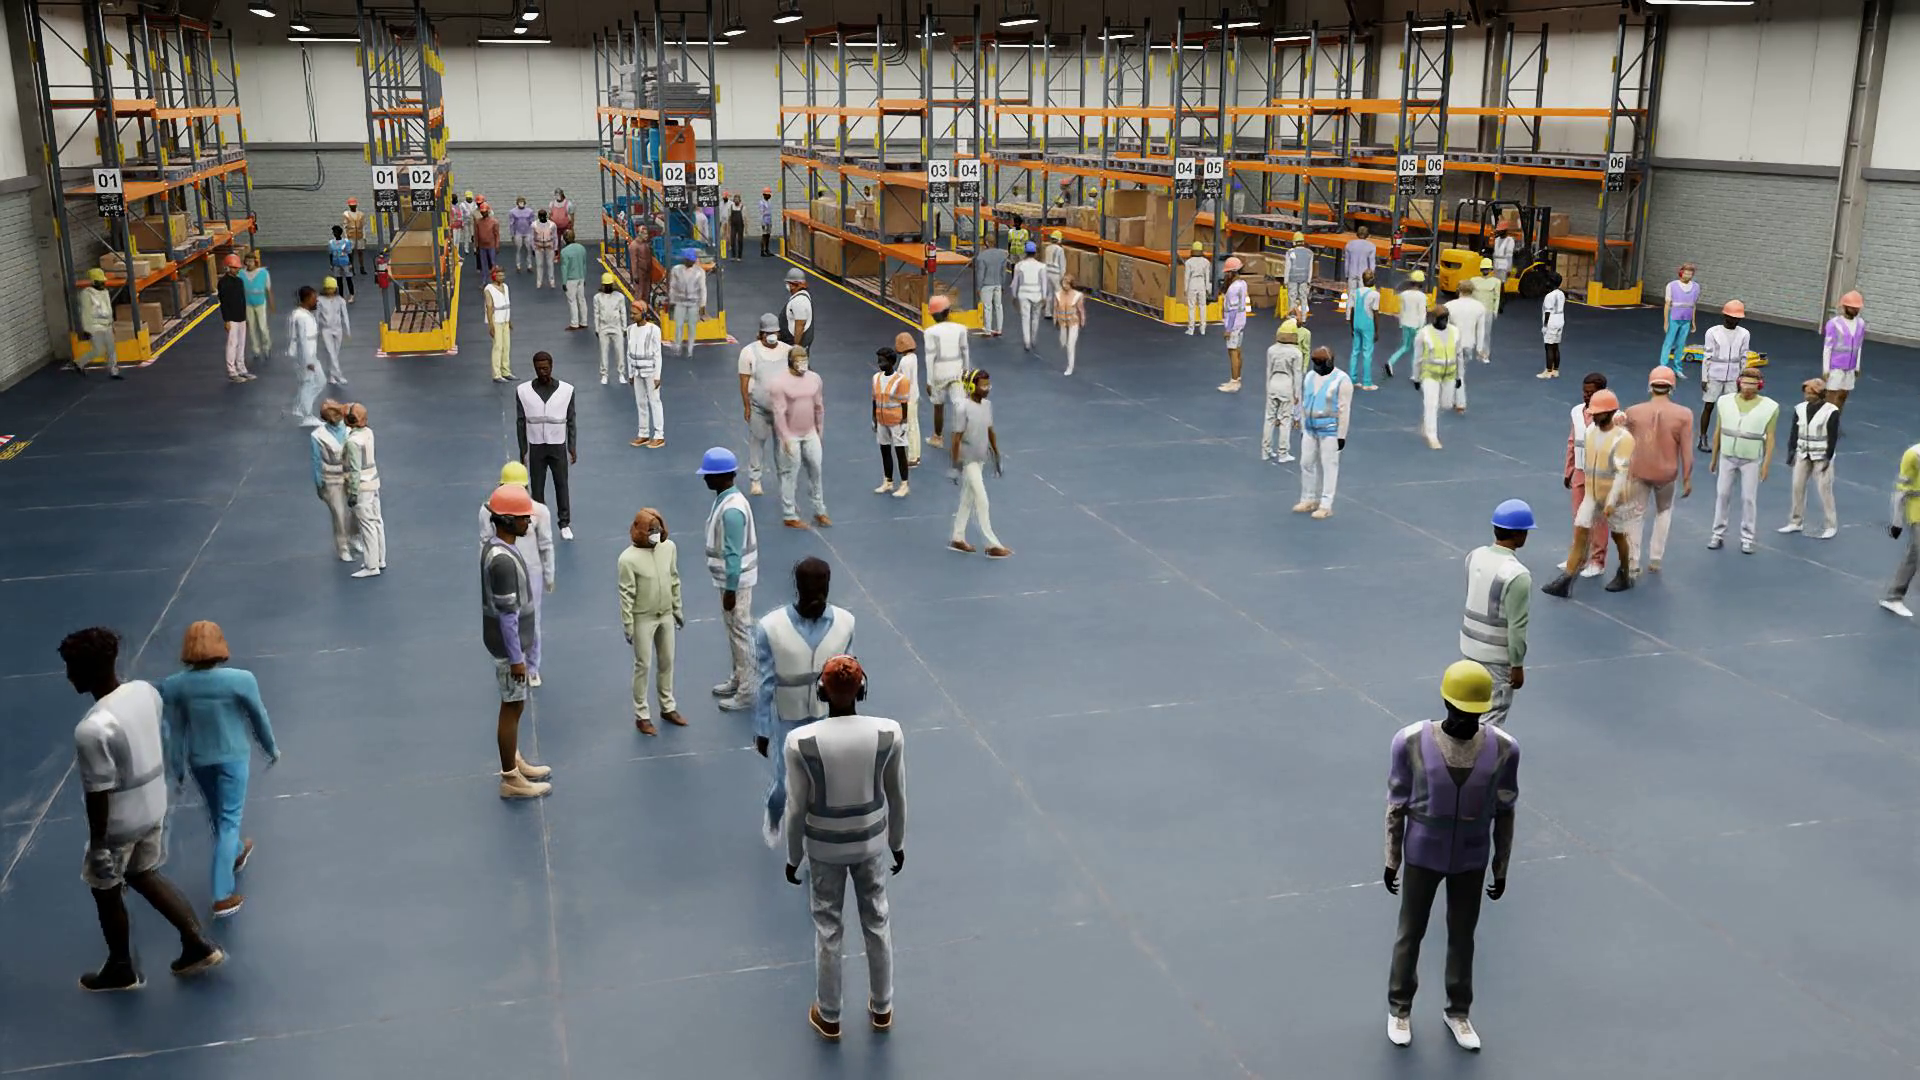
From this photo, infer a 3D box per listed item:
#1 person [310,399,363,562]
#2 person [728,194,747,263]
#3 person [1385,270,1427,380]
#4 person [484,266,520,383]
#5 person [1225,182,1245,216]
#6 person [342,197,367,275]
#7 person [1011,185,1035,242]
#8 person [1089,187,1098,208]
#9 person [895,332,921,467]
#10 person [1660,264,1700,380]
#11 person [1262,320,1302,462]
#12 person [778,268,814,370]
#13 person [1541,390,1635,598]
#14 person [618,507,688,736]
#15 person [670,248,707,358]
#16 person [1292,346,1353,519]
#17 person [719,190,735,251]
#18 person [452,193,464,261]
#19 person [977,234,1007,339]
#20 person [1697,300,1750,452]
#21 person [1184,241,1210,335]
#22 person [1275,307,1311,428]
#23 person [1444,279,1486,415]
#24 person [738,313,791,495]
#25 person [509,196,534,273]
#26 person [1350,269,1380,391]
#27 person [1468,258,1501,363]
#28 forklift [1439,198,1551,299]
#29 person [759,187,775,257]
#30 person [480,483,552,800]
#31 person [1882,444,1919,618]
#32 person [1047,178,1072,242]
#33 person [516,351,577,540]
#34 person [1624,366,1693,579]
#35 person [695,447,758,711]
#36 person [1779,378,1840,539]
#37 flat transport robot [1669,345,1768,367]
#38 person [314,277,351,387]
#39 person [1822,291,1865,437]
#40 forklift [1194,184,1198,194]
[{"bbox_3d":[-5.918,-0.568,15.891,0.547,1.608,0.496,-13,20,-41],"label":"person"},{"bbox_3d":[-6.047,-8.434,45.081,0.543,1.823,0.745,0,15,0],"label":"person"},{"bbox_3d":[7.079,-3.369,26.182,0.641,1.749,0.529,-8,17,-27],"label":"person"},{"bbox_3d":[-7.224,-3.375,26.046,0.404,1.831,0.574,4,15,15],"label":"person"},{"bbox_3d":[8.276,-9.894,50.450,0.766,1.895,0.468,12,19,39],"label":"person"},{"bbox_3d":[-15.266,-7.667,41.986,0.544,1.939,0.355,-10,18,-33],"label":"person"},{"bbox_3d":[1.870,-9.823,50.335,0.839,1.823,0.529,-8,17,-27],"label":"person"},{"bbox_3d":[4.032,-9.770,50.272,0.297,1.744,0.487,0,15,-1],"label":"person"},{"bbox_3d":[-0.635,-1.690,20.076,0.285,1.631,0.502,3,15,12],"label":"person"},{"bbox_3d":[11.382,-3.454,26.323,0.565,1.837,0.401,-3,15,-12],"label":"person"},{"bbox_3d":[3.977,-1.828,20.410,0.481,1.730,0.363,13,20,40],"label":"person"},{"bbox_3d":[-2.347,-2.847,23.650,0.537,2.000,0.682,0,15,0],"label":"person"},{"bbox_3d":[5.698,-0.403,14.783,1.045,1.867,0.559,-8,17,-29],"label":"person"},{"bbox_3d":[-2.151,0.558,11.636,0.288,1.623,0.507,12,19,38],"label":"person"},{"bbox_3d":[-4.640,-4.046,28.439,0.638,1.894,0.596,-1,15,-3],"label":"person"},{"bbox_3d":[3.858,-1.151,17.684,0.435,1.829,0.642,-11,19,-37],"label":"person"},{"bbox_3d":[-6.842,-9.368,48.741,0.572,1.748,0.342,8,17,28],"label":"person"},{"bbox_3d":[-13.845,-8.567,45.586,0.431,1.838,0.630,2,15,6],"label":"person"},{"bbox_3d":[0.575,-4.679,30.751,0.628,1.935,0.373,-9,17,-31],"label":"person"},{"bbox_3d":[9.588,-2.046,20.857,0.543,1.929,0.387,1,15,4],"label":"person"},{"bbox_3d":[4.455,-4.750,31.379,0.493,1.742,0.322,-3,15,-11],"label":"person"},{"bbox_3d":[4.473,-2.332,22.485,0.500,1.636,0.279,9,17,30],"label":"person"},{"bbox_3d":[7.077,-2.737,23.556,0.643,1.892,1.054,-1,15,-4],"label":"person"},{"bbox_3d":[-2.115,-1.533,18.706,0.672,2.000,0.536,-7,16,-24],"label":"person"},{"bbox_3d":[-11.151,-7.792,42.453,0.629,1.940,0.379,-6,16,-20],"label":"person"},{"bbox_3d":[6.166,-3.198,25.347,0.347,1.846,0.505,-12,19,-37],"label":"person"},{"bbox_3d":[8.788,-3.855,27.968,0.523,1.769,0.316,6,16,20],"label":"person"},{"bbox_3d":[11.913,-6.508,37.130,2.313,2.155,1.214,-4,15,-15],"label":"forklift"},{"bbox_3d":[-5.429,-8.936,46.785,0.389,1.929,0.545,5,16,19],"label":"person"},{"bbox_3d":[-2.815,0.639,10.552,0.404,2.035,0.606,-4,16,-16],"label":"person"},{"bbox_3d":[8.197,-0.184,13.933,0.613,1.875,0.971,-4,15,-14],"label":"person"},{"bbox_3d":[3.221,-10.031,50.795,1.032,1.994,0.614,-3,15,-10],"label":"person"},{"bbox_3d":[-4.147,-0.949,16.743,0.592,1.920,0.392,-3,15,-12],"label":"person"},{"bbox_3d":[6.450,-0.629,15.455,0.673,1.960,0.660,8,17,28],"label":"person"},{"bbox_3d":[-1.684,0.271,12.126,0.421,1.938,0.603,-4,15,-14],"label":"person"},{"bbox_3d":[8.681,-0.834,16.860,0.435,1.629,0.614,-6,16,-22],"label":"person"},{"bbox_3d":[12.773,-3.115,28.050,0.652,0.197,1.431,-12,19,-38],"label":"flat transport robot"},{"bbox_3d":[-9.683,-3.214,25.699,0.497,1.679,0.944,-13,20,-41],"label":"person"},{"bbox_3d":[11.559,-2.292,21.776,0.552,1.939,0.394,-3,15,-12],"label":"person"},{"bbox_3d":[7.392,-11.333,53.972,1.873,2.768,1.129,-4,15,-15],"label":"forklift"}]
